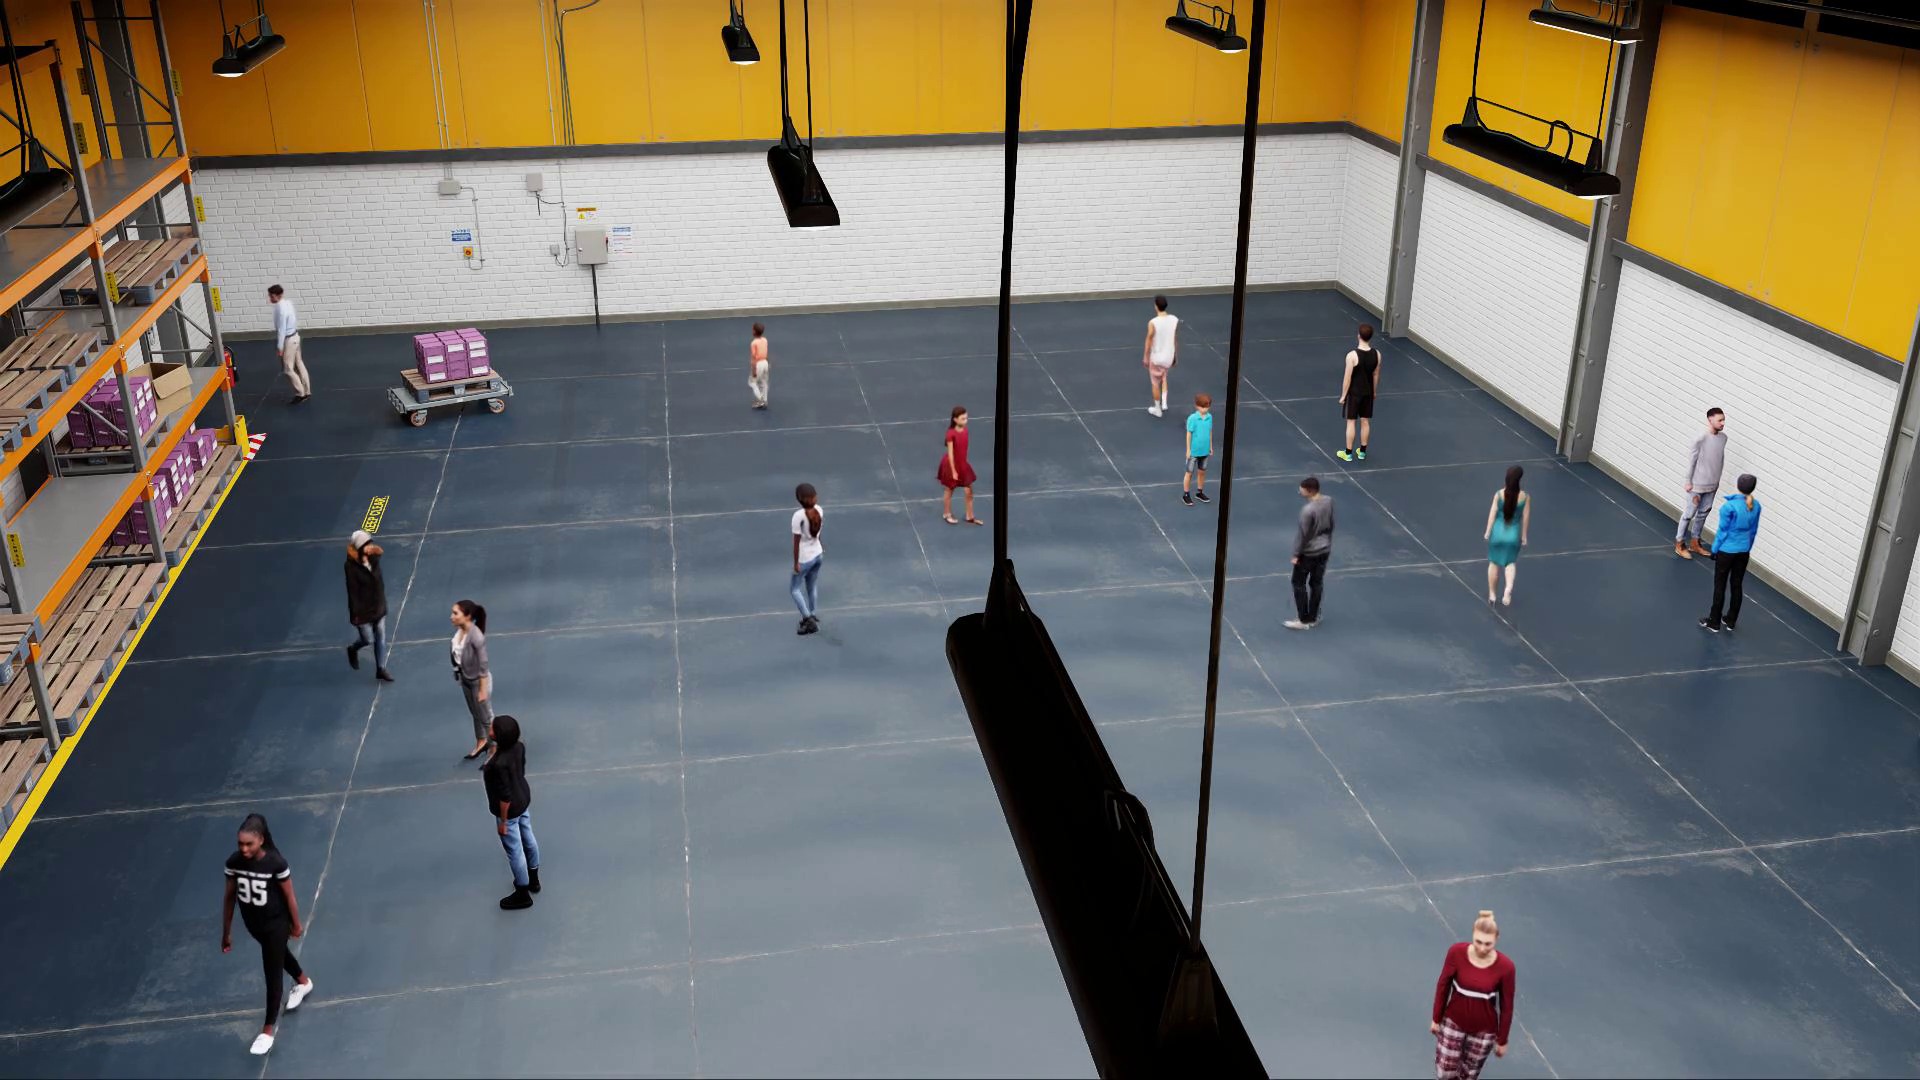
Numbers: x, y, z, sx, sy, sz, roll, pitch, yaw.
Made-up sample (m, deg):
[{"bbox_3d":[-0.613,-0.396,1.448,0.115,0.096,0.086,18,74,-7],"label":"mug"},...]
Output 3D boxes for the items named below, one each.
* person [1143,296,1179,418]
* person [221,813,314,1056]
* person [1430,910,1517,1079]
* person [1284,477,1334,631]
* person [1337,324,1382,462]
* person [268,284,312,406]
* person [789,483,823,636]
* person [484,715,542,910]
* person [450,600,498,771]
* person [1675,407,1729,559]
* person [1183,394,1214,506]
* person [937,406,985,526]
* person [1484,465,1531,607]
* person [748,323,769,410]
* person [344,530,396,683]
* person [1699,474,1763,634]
[{"bbox_3d":[2.950,-2.624,24.060,0.721,1.773,0.723,-9,25,-20],"label":"person"},{"bbox_3d":[-4.933,2.716,11.949,0.893,1.690,1.205,4,24,10],"label":"person"},{"bbox_3d":[3.363,3.145,10.963,0.766,1.694,0.793,8,25,17],"label":"person"},{"bbox_3d":[3.796,0.113,17.837,0.753,1.744,0.721,-7,25,-16],"label":"person"},{"bbox_3d":[5.402,-1.990,22.463,0.682,1.892,0.600,-6,24,-13],"label":"person"},{"bbox_3d":[-9.948,-2.920,24.672,0.832,1.826,0.458,2,24,4],"label":"person"},{"bbox_3d":[-1.580,0.212,17.642,0.805,1.718,0.745,19,30,37],"label":"person"},{"bbox_3d":[-3.556,2.143,13.245,0.692,1.702,0.576,4,24,9],"label":"person"},{"bbox_3d":[-4.416,1.302,15.199,0.773,1.678,0.673,-18,30,-36],"label":"person"},{"bbox_3d":[8.736,-0.697,19.571,0.709,1.839,0.629,-8,25,-18],"label":"person"},{"bbox_3d":[3.027,-1.176,21.152,0.567,1.449,0.555,-10,26,-22],"label":"person"},{"bbox_3d":[-0.106,-0.931,20.489,0.772,1.531,0.889,-20,31,-38],"label":"person"},{"bbox_3d":[5.972,0.010,18.159,0.720,1.674,0.811,4,24,8],"label":"person"},{"bbox_3d":[-2.908,-2.547,24.472,0.621,1.302,0.573,21,31,39],"label":"person"},{"bbox_3d":[-6.010,0.659,16.737,0.952,1.623,0.898,14,27,29],"label":"person"},{"bbox_3d":[8.245,0.131,17.729,0.618,1.797,0.522,-3,24,-7],"label":"person"}]
